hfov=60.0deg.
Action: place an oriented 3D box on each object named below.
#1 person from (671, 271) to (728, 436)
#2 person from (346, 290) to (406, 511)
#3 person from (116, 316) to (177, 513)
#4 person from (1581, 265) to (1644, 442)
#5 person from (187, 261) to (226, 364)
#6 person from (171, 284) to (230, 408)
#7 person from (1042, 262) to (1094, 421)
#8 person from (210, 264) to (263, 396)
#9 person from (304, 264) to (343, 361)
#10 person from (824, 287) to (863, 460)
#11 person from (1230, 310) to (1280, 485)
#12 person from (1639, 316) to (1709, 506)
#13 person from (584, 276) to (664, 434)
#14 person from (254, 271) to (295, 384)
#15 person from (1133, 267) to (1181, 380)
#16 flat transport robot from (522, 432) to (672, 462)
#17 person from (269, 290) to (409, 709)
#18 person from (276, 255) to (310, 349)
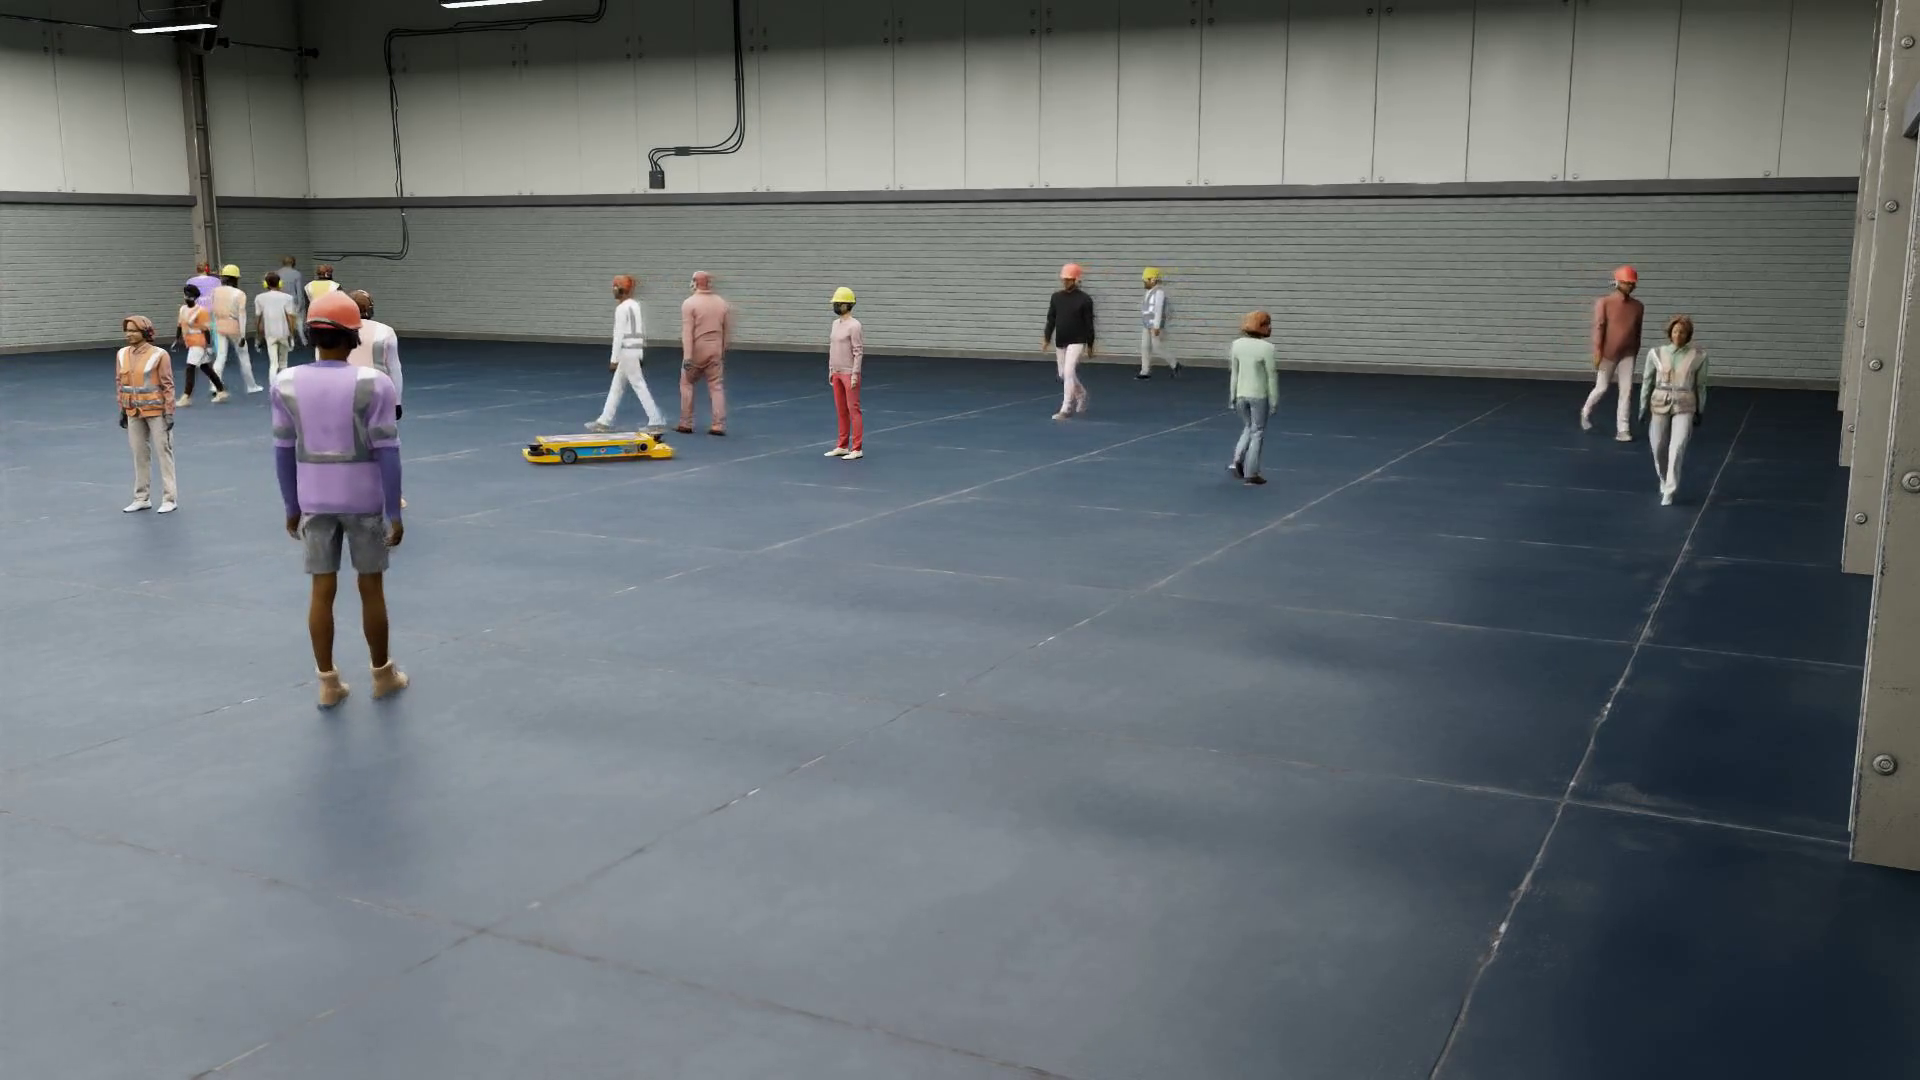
[{"bbox_3d":[-3.029,-2.149,19.204,0.829,1.874,0.685,10,14,42],"label":"person"},{"bbox_3d":[-4.954,-1.151,13.865,0.624,1.845,0.430,-1,10,-4],"label":"person"},{"bbox_3d":[-6.739,-1.038,13.794,0.515,1.642,0.314,2,11,13],"label":"person"},{"bbox_3d":[7.393,-2.120,18.813,0.617,1.974,0.848,-1,10,-6],"label":"person"},{"bbox_3d":[-13.359,-4.015,29.487,0.564,1.839,0.396,-3,11,-17],"label":"person"},{"bbox_3d":[-10.264,-2.627,22.431,0.541,1.649,0.850,9,14,40],"label":"person"},{"bbox_3d":[1.430,-2.507,20.935,0.605,1.968,0.897,8,13,39],"label":"person"},{"bbox_3d":[-10.514,-3.016,23.950,0.609,1.885,0.978,2,11,11],"label":"person"},{"bbox_3d":[-9.960,-3.408,26.185,0.625,1.839,0.430,1,10,5],"label":"person"},{"bbox_3d":[-1.189,-1.714,17.132,0.307,1.772,0.525,-8,13,-36],"label":"person"},{"bbox_3d":[2.733,-1.307,15.320,0.345,1.617,0.519,-8,13,-39],"label":"person"},{"bbox_3d":[6.176,-1.134,14.395,0.519,1.614,0.751,6,12,31],"label":"person"},{"bbox_3d":[-3.882,-2.127,19.227,0.974,1.828,0.597,1,10,3],"label":"person"},{"bbox_3d":[-9.400,-2.771,22.805,0.532,1.821,0.798,-4,11,-21],"label":"person"},{"bbox_3d":[3.136,-3.422,26.346,0.691,1.807,0.587,-4,11,-19],"label":"person"},{"bbox_3d":[-3.739,-0.961,17.112,1.431,0.197,0.652,-4,11,-20],"label":"flat transport robot"},{"bbox_3d":[-3.013,-0.196,8.129,0.611,2.042,0.387,0,10,-2],"label":"person"},{"bbox_3d":[-13.325,-4.722,33.192,0.648,1.883,1.007,1,10,5],"label":"person"}]
